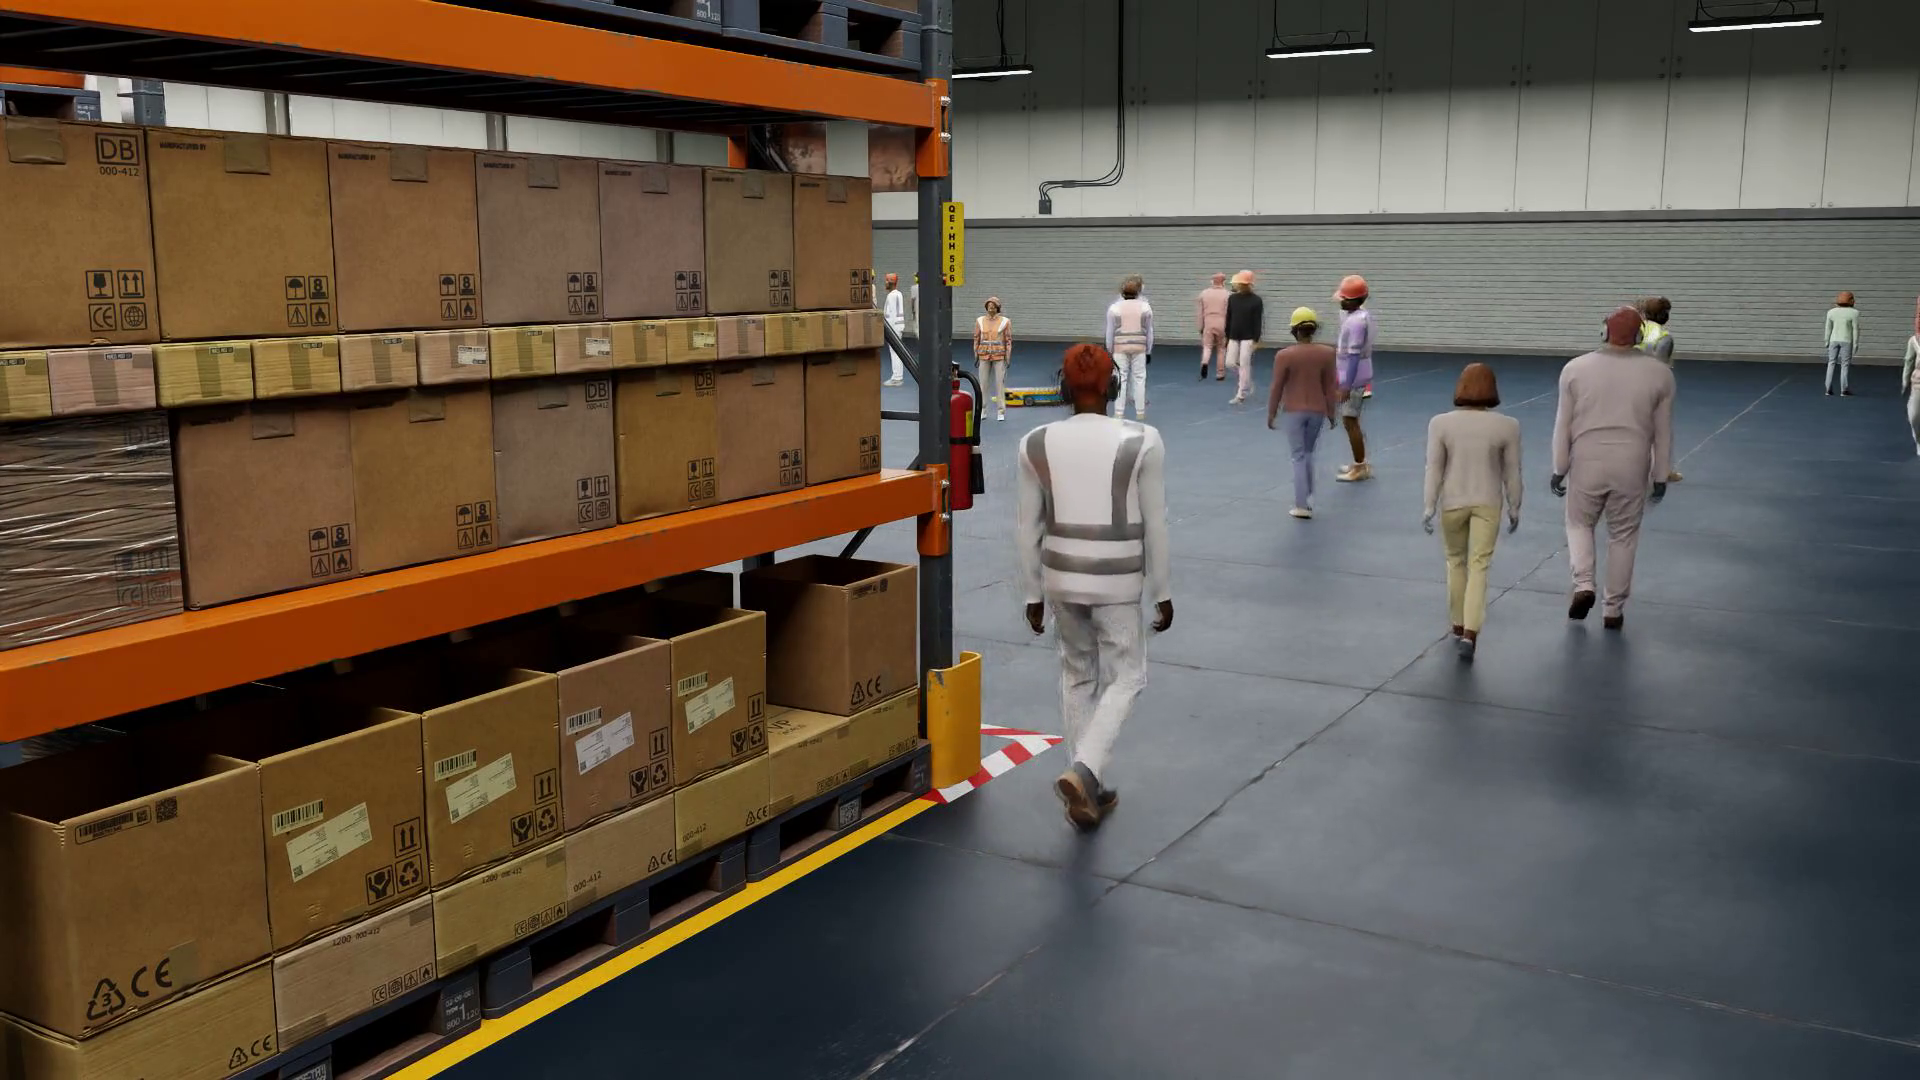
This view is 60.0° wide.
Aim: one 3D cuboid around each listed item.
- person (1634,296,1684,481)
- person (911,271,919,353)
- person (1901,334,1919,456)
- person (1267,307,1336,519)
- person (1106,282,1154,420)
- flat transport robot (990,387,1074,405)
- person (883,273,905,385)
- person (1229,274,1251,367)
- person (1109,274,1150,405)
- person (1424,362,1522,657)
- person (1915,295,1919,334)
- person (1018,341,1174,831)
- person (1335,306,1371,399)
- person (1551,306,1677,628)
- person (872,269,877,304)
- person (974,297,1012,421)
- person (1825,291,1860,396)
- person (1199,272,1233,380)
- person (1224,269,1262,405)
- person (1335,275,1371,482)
[{"bbox_3d":[6.560,-1.442,15.987,0.924,1.812,0.617,-3,10,-17],"label":"person"},{"bbox_3d":[-0.836,-5.065,37.053,0.557,1.848,0.409,-4,10,-21],"label":"person"},{"bbox_3d":[10.249,-1.623,17.552,0.523,1.616,0.685,7,12,37],"label":"person"},{"bbox_3d":[2.833,-1.071,13.941,0.554,1.742,0.621,-2,10,-14],"label":"person"},{"bbox_3d":[2.240,-2.476,21.997,0.645,1.846,0.499,0,10,-1],"label":"person"},{"bbox_3d":[1.216,-2.126,24.460,1.431,0.197,0.652,-3,10,-17],"label":"flat transport robot"},{"bbox_3d":[-1.120,-3.544,28.053,0.358,1.882,0.574,2,10,11],"label":"person"},{"bbox_3d":[5.411,-4.262,32.435,0.411,1.818,0.614,-3,10,-15],"label":"person"},{"bbox_3d":[2.474,-2.898,24.160,0.646,1.921,0.634,-5,11,-29],"label":"person"},{"bbox_3d":[2.823,-0.178,9.179,0.509,1.598,0.830,4,10,21],"label":"person"},{"bbox_3d":[14.899,-3.141,25.368,0.623,1.991,0.400,0,10,-1],"label":"person"},{"bbox_3d":[0.482,0.190,6.237,0.595,1.865,0.594,4,11,24],"label":"person"},{"bbox_3d":[6.001,-3.029,25.526,0.554,1.714,0.937,-5,11,-26],"label":"person"},{"bbox_3d":[3.822,-0.422,9.754,0.667,1.888,0.435,3,10,19],"label":"person"},{"bbox_3d":[-1.997,-4.929,36.053,0.382,1.919,0.584,-9,13,-43],"label":"person"},{"bbox_3d":[0.431,-2.393,22.029,0.514,1.638,0.310,3,10,15],"label":"person"},{"bbox_3d":[13.800,-3.074,26.026,0.266,1.631,0.507,-8,12,-38],"label":"person"},{"bbox_3d":[4.475,-3.724,29.073,0.655,1.892,0.576,4,10,22],"label":"person"},{"bbox_3d":[4.152,-2.970,24.405,0.481,1.980,0.644,-9,13,-44],"label":"person"},{"bbox_3d":[3.776,-1.545,16.036,0.399,2.003,0.711,2,10,11],"label":"person"}]
